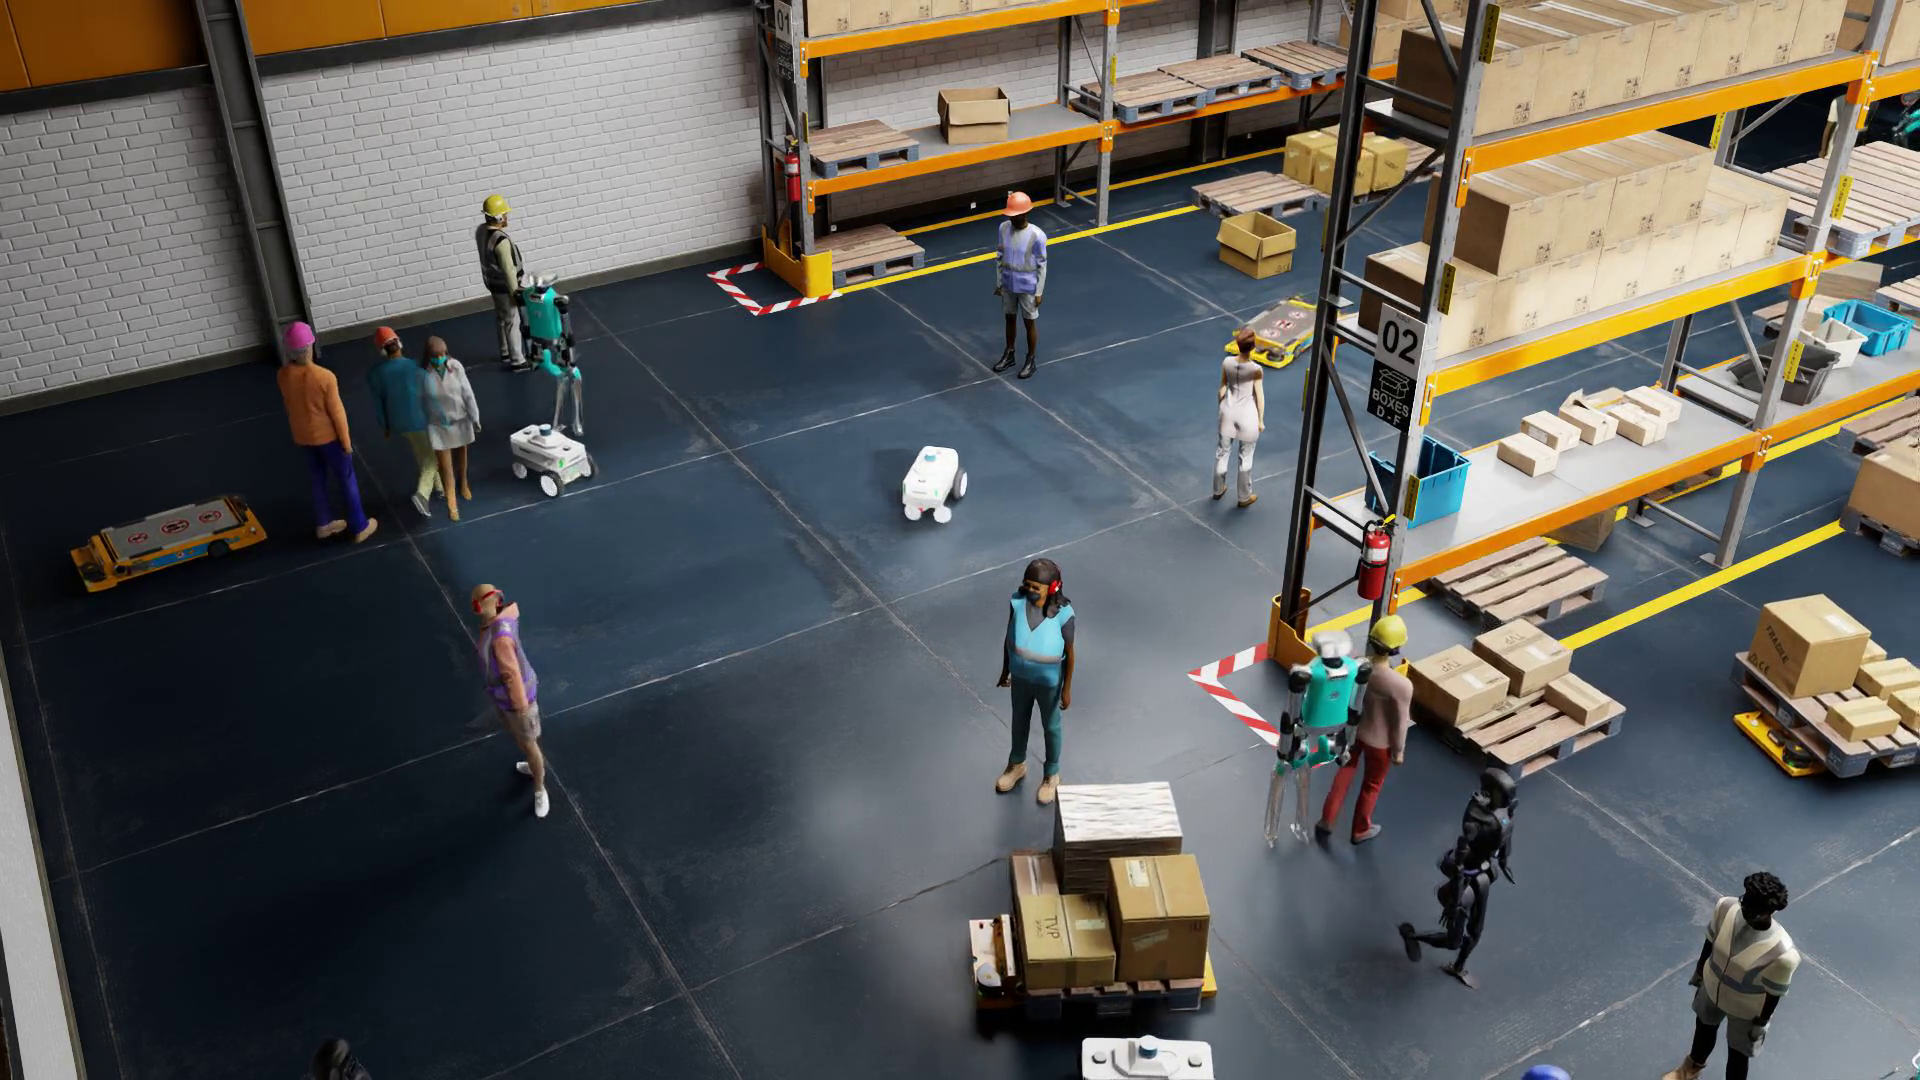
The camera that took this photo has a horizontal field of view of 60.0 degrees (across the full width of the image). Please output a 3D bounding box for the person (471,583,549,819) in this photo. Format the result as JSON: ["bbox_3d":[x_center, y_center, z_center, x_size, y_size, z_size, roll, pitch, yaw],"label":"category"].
[{"bbox_3d":[-2.971,1.072,11.067,0.355,1.658,0.632,-14,35,-22],"label":"person"}]

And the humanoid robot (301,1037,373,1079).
[{"bbox_3d":[-2.842,2.962,8.037,0.612,1.645,0.364,6,33,10],"label":"humanoid robot"}]

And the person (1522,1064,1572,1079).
[{"bbox_3d":[2.680,3.086,7.765,0.423,1.756,0.507,12,34,18],"label":"person"}]

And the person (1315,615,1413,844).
[{"bbox_3d":[2.602,1.252,10.691,0.458,1.753,0.540,-22,38,-31],"label":"person"}]

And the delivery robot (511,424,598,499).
[{"bbox_3d":[-3.698,-0.766,15.016,0.747,0.572,0.499,21,38,30],"label":"delivery robot"}]

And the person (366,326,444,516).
[{"bbox_3d":[-4.744,-1.032,14.379,0.617,1.692,0.702,1,32,2],"label":"person"}]

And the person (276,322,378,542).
[{"bbox_3d":[-5.340,-0.892,13.917,0.543,1.952,0.441,3,32,4],"label":"person"}]

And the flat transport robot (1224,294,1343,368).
[{"bbox_3d":[3.458,-2.215,17.617,0.659,0.231,1.431,23,39,32],"label":"flat transport robot"}]

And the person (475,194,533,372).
[{"bbox_3d":[-4.590,-2.591,16.759,0.403,1.824,0.594,-22,38,-31],"label":"person"}]

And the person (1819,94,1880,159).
[{"bbox_3d":[10.729,-4.772,20.210,0.569,1.843,0.377,-2,32,-3],"label":"person"}]

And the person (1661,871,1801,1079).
[{"bbox_3d":[4.129,2.425,8.878,0.321,1.688,0.528,-14,35,-21],"label":"person"}]

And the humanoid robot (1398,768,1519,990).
[{"bbox_3d":[2.947,1.916,9.712,0.595,1.641,0.474,-25,40,-34],"label":"humanoid robot"}]

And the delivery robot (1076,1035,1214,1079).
[{"bbox_3d":[0.997,2.961,9.110,0.816,0.612,0.499,1,32,2],"label":"delivery robot"}]

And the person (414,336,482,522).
[{"bbox_3d":[-4.389,-0.976,14.343,0.500,1.628,0.752,-18,36,-26],"label":"person"}]

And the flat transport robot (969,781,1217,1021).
[{"bbox_3d":[0.792,2.505,10.089,1.431,0.231,0.659,-2,32,-3],"label":"flat transport robot"}]

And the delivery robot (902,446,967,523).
[{"bbox_3d":[-0.239,-0.524,14.661,0.524,0.606,0.777,8,33,13],"label":"delivery robot"}]

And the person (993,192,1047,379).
[{"bbox_3d":[0.580,-2.535,16.559,0.550,1.934,0.371,20,37,29],"label":"person"}]

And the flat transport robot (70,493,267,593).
[{"bbox_3d":[-6.696,0.009,14.070,1.431,0.231,0.659,-21,38,-29],"label":"flat transport robot"}]

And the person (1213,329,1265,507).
[{"bbox_3d":[2.443,-1.069,14.477,0.438,1.661,0.285,20,37,29],"label":"person"}]

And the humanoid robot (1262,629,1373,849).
[{"bbox_3d":[2.232,1.261,10.724,0.535,1.836,0.650,-6,33,-10],"label":"humanoid robot"}]

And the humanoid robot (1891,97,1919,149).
[{"bbox_3d":[12.641,-5.741,21.864,0.905,1.754,0.540,3,32,4],"label":"humanoid robot"}]

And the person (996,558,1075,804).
[{"bbox_3d":[0.518,0.923,11.110,0.529,1.866,0.390,16,35,23],"label":"person"}]

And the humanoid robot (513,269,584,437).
[{"bbox_3d":[-3.727,-1.782,15.518,0.552,1.740,0.743,8,33,12],"label":"humanoid robot"}]

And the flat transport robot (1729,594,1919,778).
[{"bbox_3d":[6.398,1.324,11.972,1.431,0.231,0.659,-8,33,-13],"label":"flat transport robot"}]

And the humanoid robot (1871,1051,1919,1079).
[{"bbox_3d":[4.593,2.789,8.299,0.539,1.836,0.759,-21,38,-30],"label":"humanoid robot"}]
